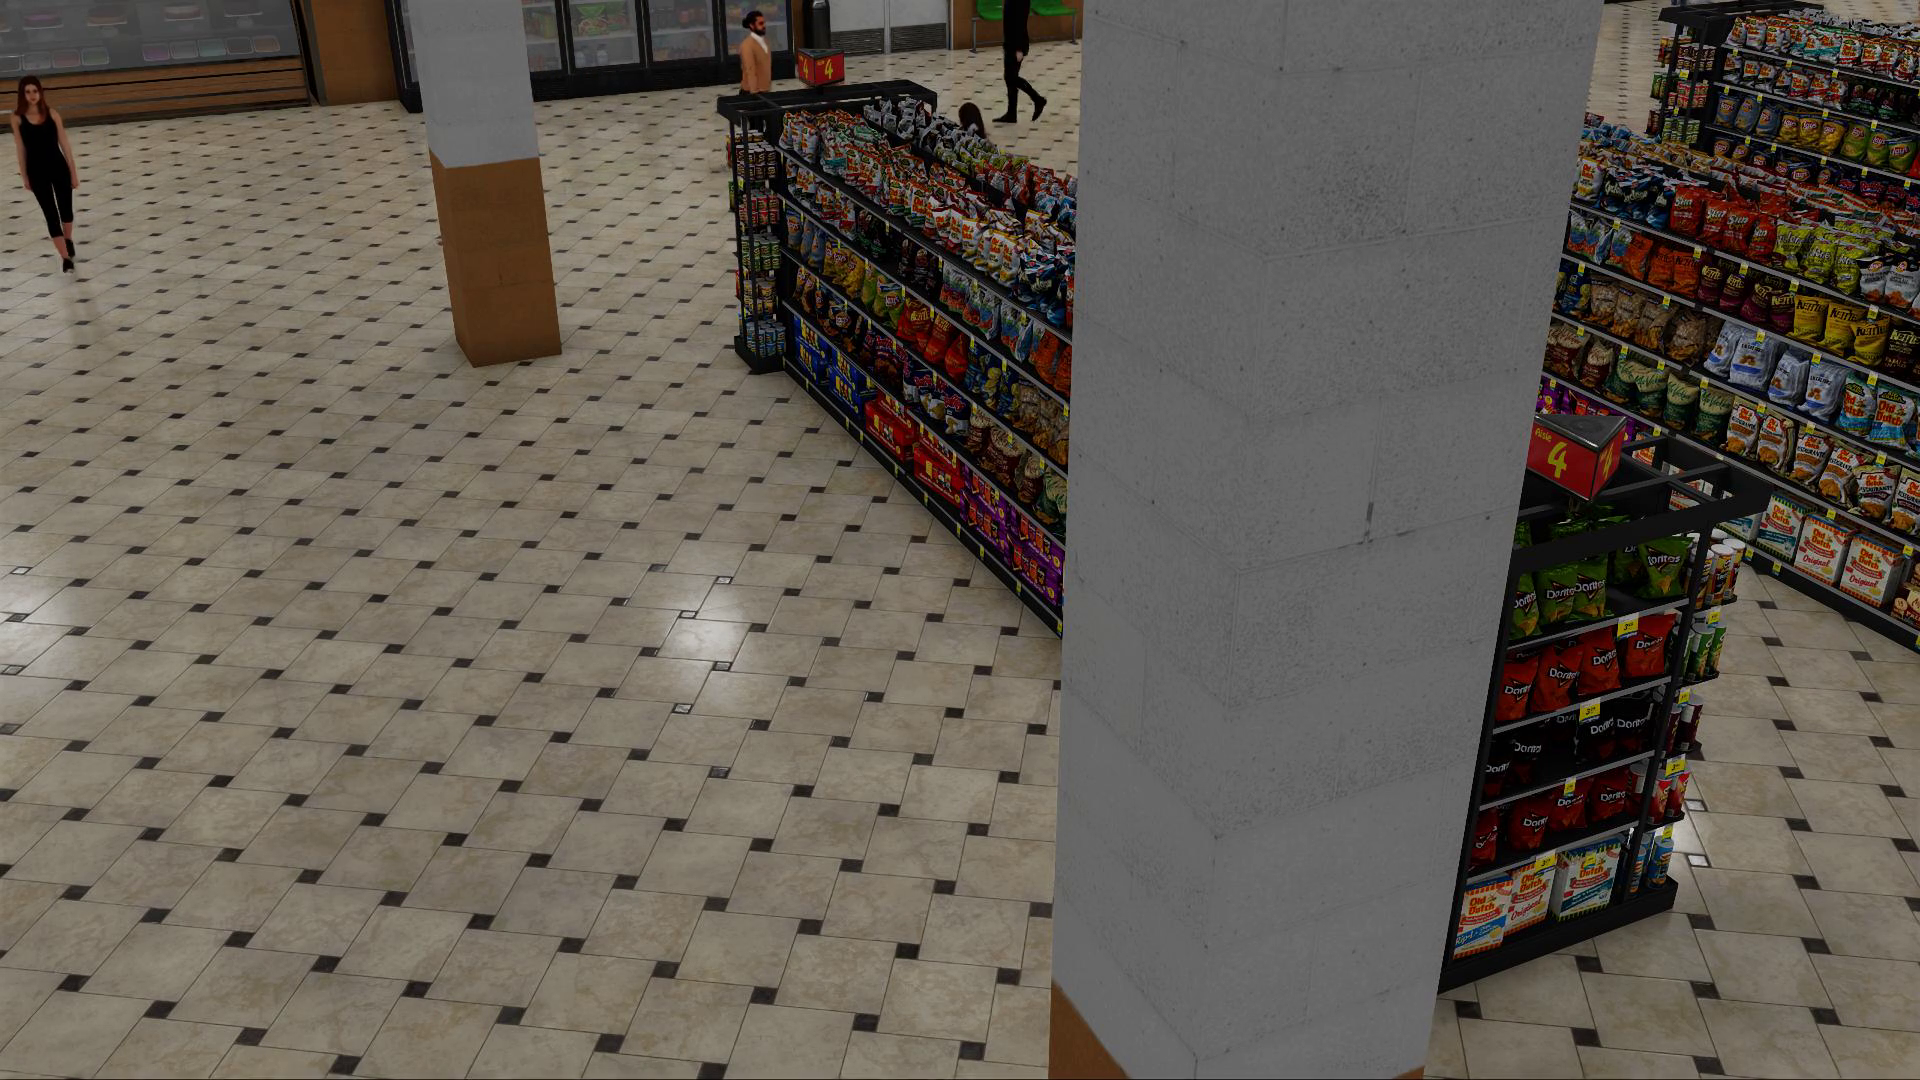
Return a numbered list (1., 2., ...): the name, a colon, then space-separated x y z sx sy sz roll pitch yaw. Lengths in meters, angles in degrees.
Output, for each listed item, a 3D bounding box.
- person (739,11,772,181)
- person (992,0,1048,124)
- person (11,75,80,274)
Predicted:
1. person: -2.194 -4.680 17.542 0.855 1.741 0.804 12 29 22
2. person: 0.736 -5.893 19.786 0.885 1.876 0.909 -5 27 -10
3. person: -8.101 -3.262 14.817 0.670 1.678 1.195 -15 31 -27
